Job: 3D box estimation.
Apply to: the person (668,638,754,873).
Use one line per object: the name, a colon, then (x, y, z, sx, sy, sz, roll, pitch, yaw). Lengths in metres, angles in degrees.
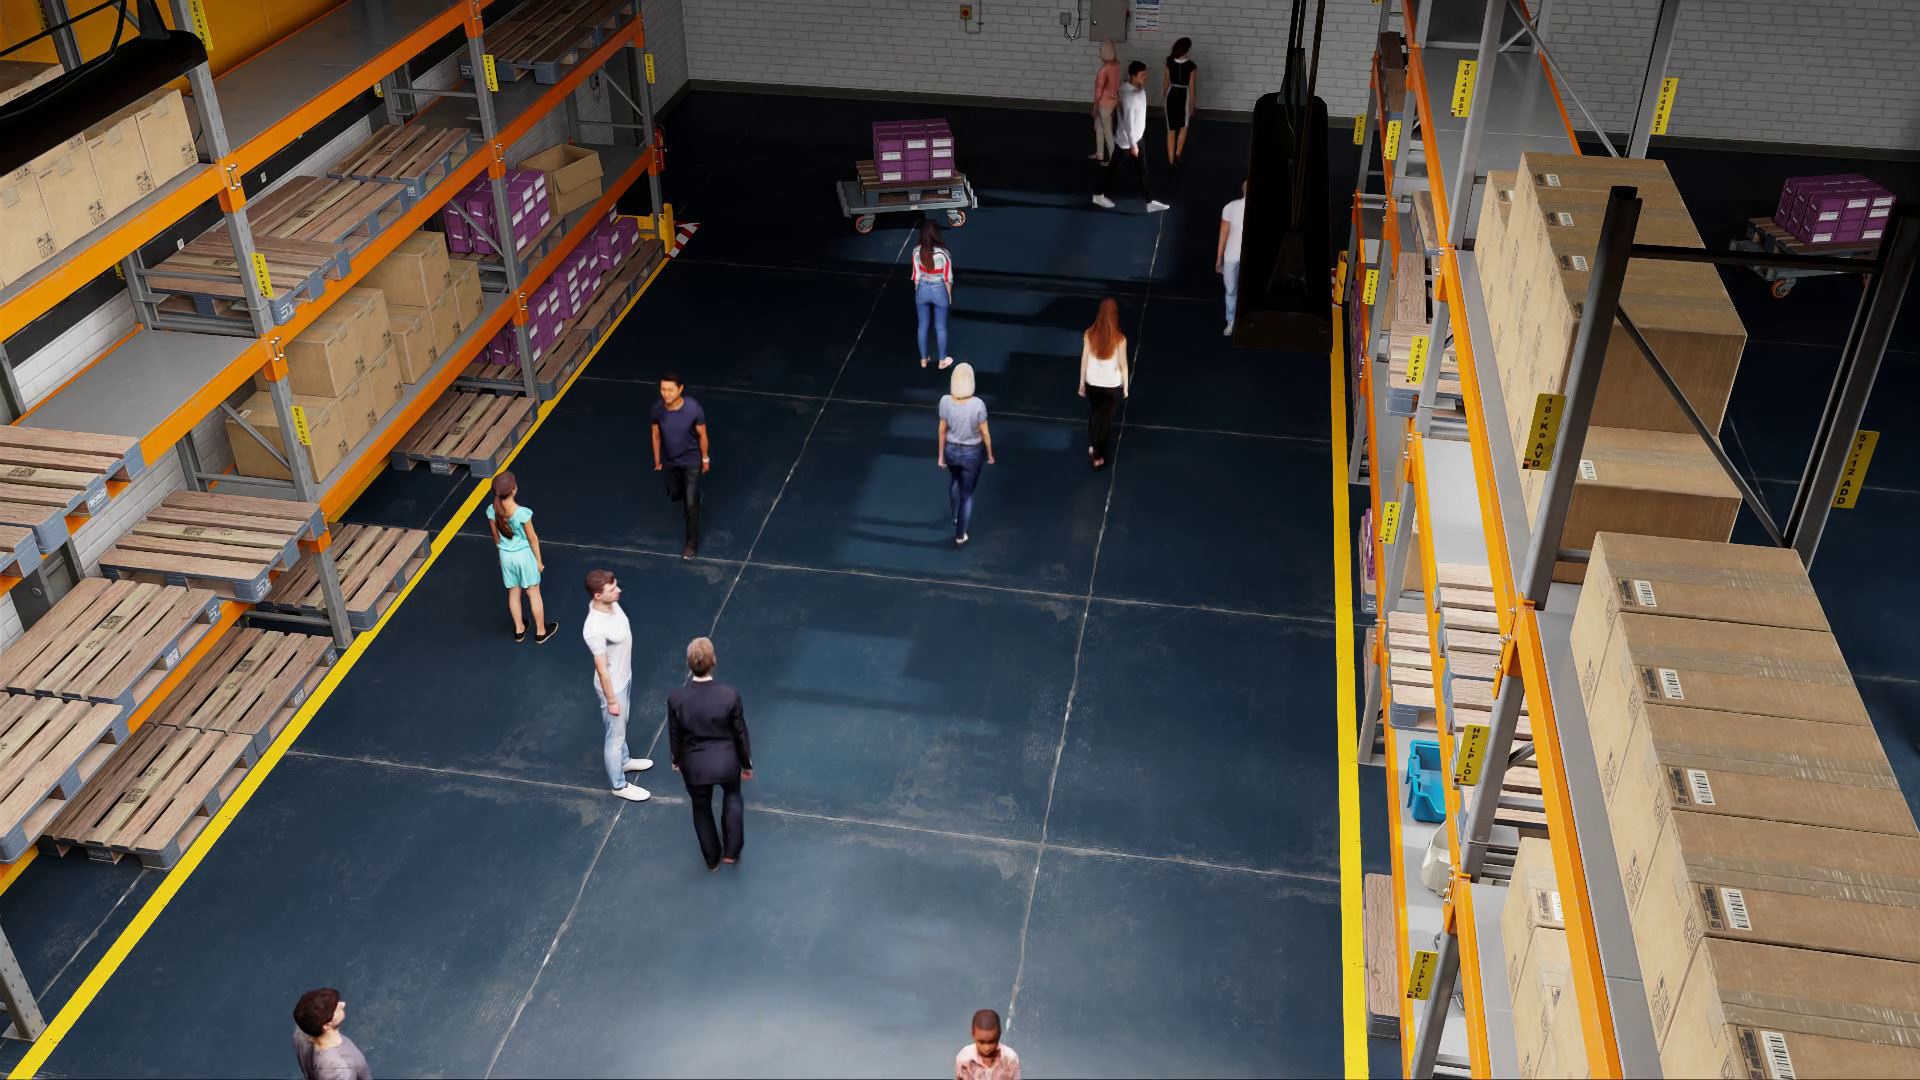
person: (-1.646, 1.485, 10.883, 0.791, 1.798, 0.802, -4, 34, -6)

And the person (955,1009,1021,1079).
person: (0.148, 3.005, 9.066, 0.666, 1.277, 0.938, -2, 34, -4)

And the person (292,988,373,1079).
person: (-3.165, 2.994, 8.560, 0.853, 1.855, 0.906, 26, 42, 34)

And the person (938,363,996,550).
person: (0.003, -0.680, 14.222, 0.682, 1.706, 0.811, 13, 36, 19)

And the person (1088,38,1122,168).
person: (1.999, -5.688, 21.754, 0.813, 1.709, 0.772, 18, 38, 25)

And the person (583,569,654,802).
person: (-2.424, 0.981, 11.593, 0.748, 1.851, 0.551, -1, 34, -2)

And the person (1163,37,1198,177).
person: (2.805, -5.588, 21.539, 0.699, 1.781, 0.808, 10, 35, 15)

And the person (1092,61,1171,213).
person: (1.986, -4.939, 20.479, 1.028, 1.873, 1.273, 17, 37, 23)

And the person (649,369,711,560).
person: (-2.350, -0.736, 14.252, 0.671, 1.766, 1.000, 4, 34, 6)

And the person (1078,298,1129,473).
person: (1.286, -1.377, 15.269, 0.647, 1.709, 0.649, 15, 36, 21)

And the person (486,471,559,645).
person: (-3.489, 0.133, 13.133, 0.543, 1.558, 0.536, 7, 34, 10)

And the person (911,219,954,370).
person: (-0.285, -2.531, 17.091, 0.603, 1.613, 0.533, 9, 35, 14)
